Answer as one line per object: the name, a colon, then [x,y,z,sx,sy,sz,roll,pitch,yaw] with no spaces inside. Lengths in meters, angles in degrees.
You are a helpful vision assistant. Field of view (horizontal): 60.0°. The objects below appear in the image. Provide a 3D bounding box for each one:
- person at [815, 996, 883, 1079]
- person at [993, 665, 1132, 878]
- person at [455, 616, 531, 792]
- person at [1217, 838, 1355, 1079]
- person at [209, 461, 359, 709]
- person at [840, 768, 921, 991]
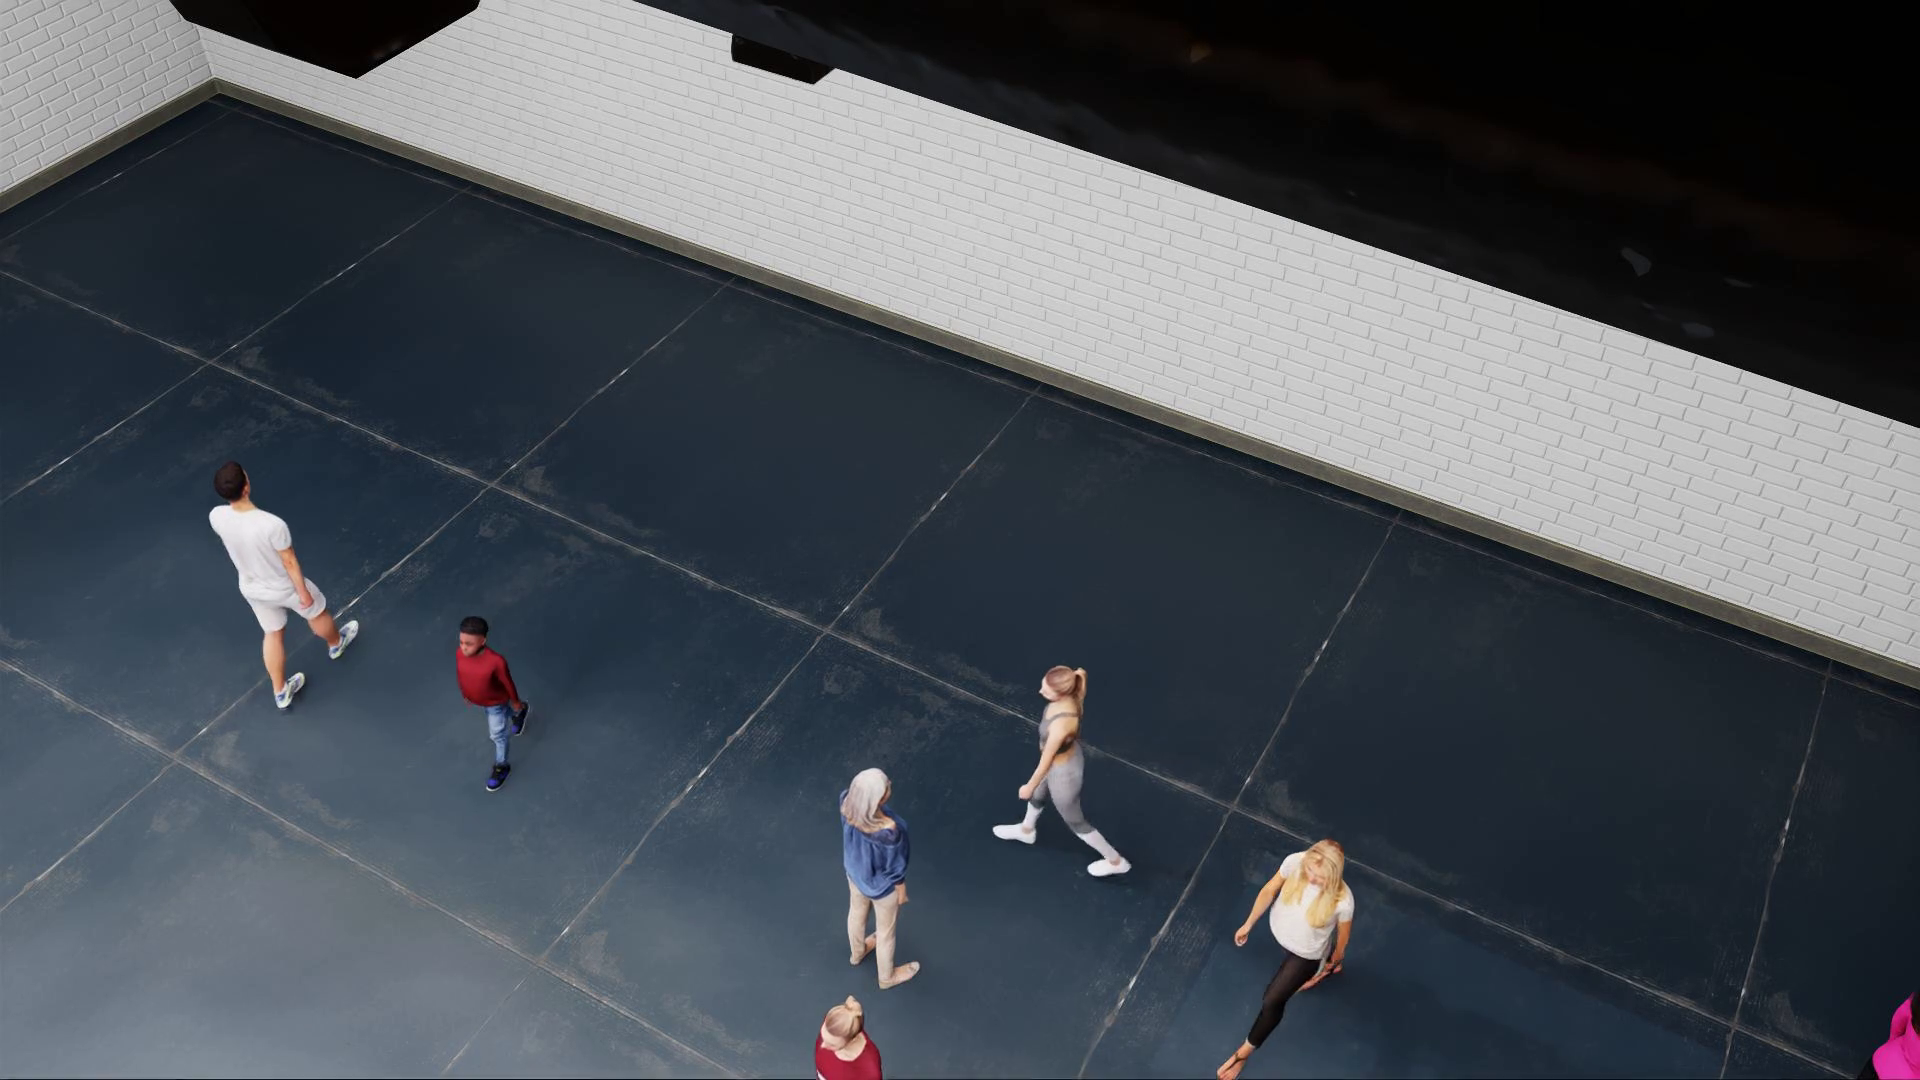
person: [-0.463,2.660,8.009,1.022,1.682,0.842,-26,50,-25]
person: [0.658,1.339,9.404,0.863,1.673,1.077,8,44,8]
person: [-2.847,0.887,10.185,0.582,1.250,0.885,16,46,16]
person: [1.829,2.018,8.620,1.319,1.771,0.956,-29,51,-27]
person: [-4.336,0.312,10.371,0.903,1.826,1.138,9,44,10]
person: [-0.461,1.800,8.910,0.656,1.697,0.676,-34,53,-30]
